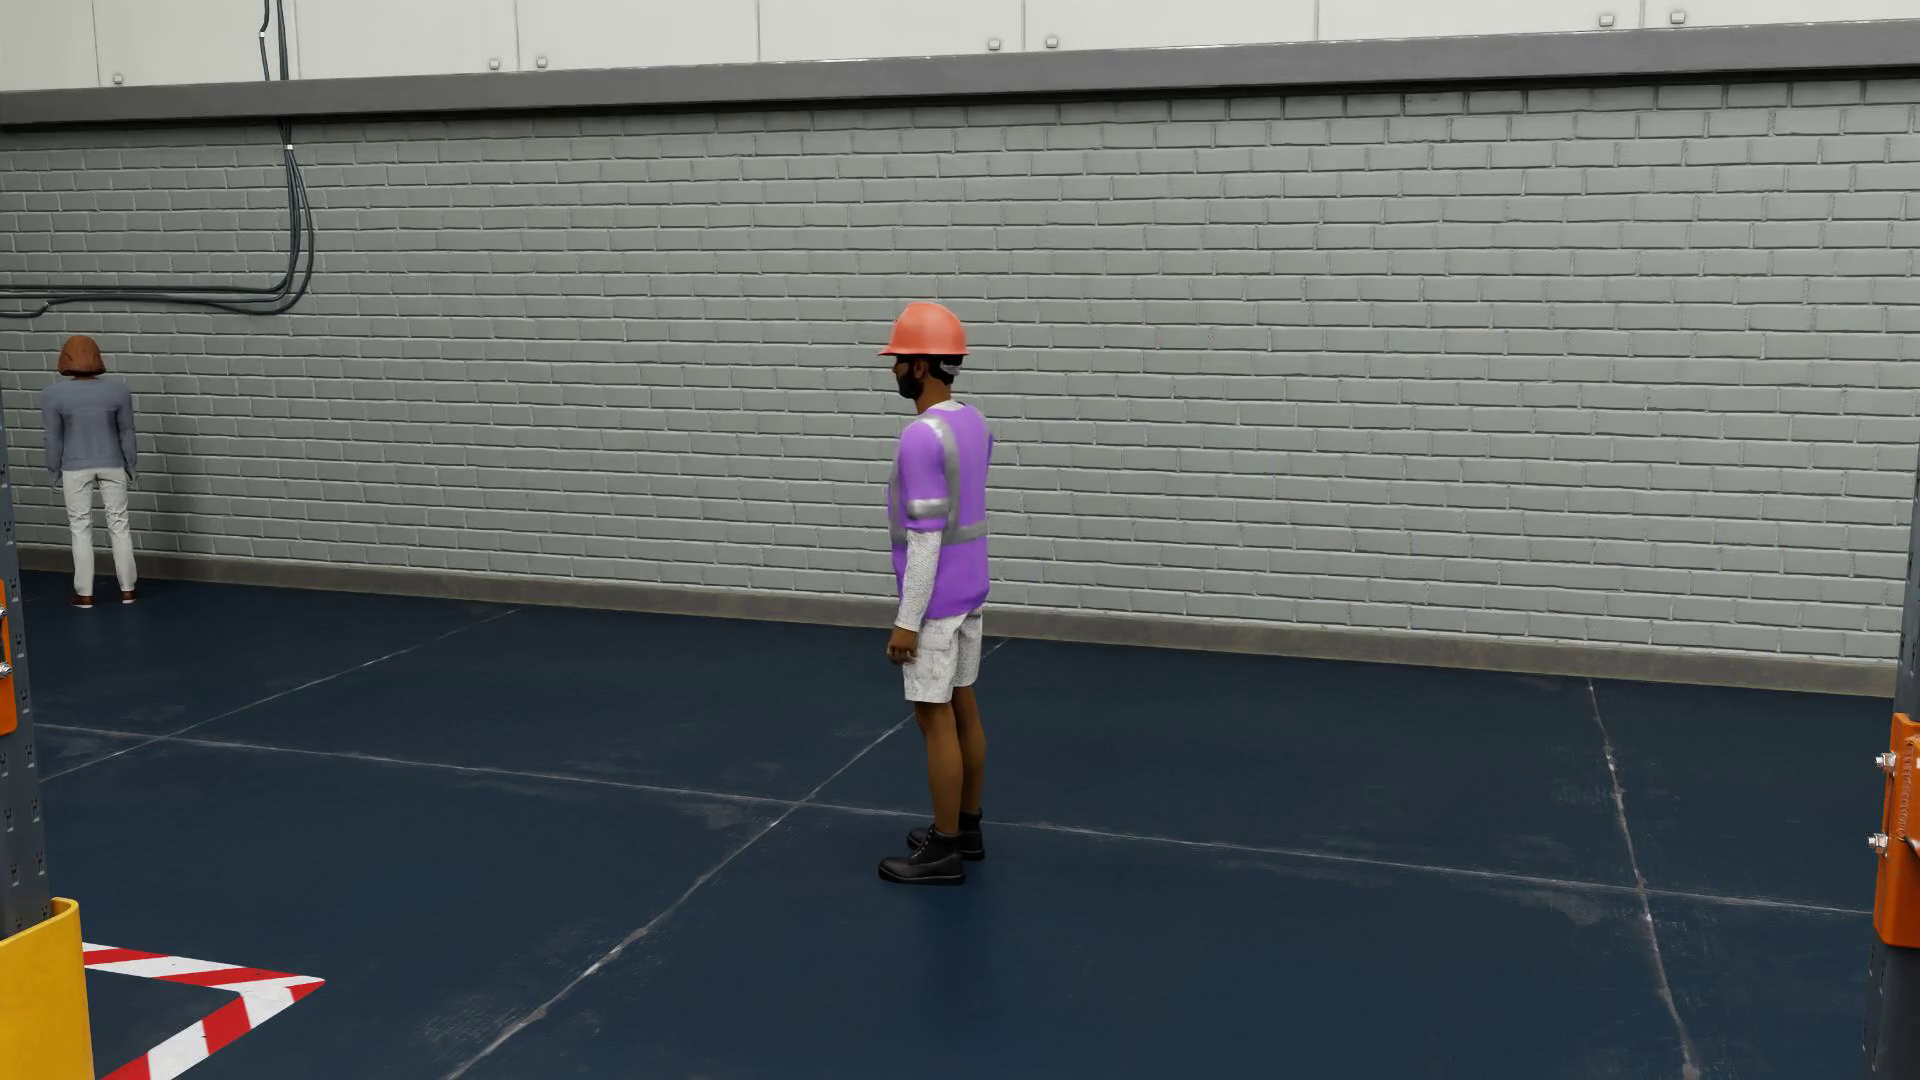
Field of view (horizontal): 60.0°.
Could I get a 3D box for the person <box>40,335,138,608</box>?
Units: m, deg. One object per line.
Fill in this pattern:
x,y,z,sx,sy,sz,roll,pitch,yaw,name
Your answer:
-5.205,-0.410,9.982,0.500,1.636,0.280,-7,12,-35,person

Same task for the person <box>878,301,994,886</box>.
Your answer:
-0.094,0.184,5.544,0.363,1.939,0.542,4,10,21,person
